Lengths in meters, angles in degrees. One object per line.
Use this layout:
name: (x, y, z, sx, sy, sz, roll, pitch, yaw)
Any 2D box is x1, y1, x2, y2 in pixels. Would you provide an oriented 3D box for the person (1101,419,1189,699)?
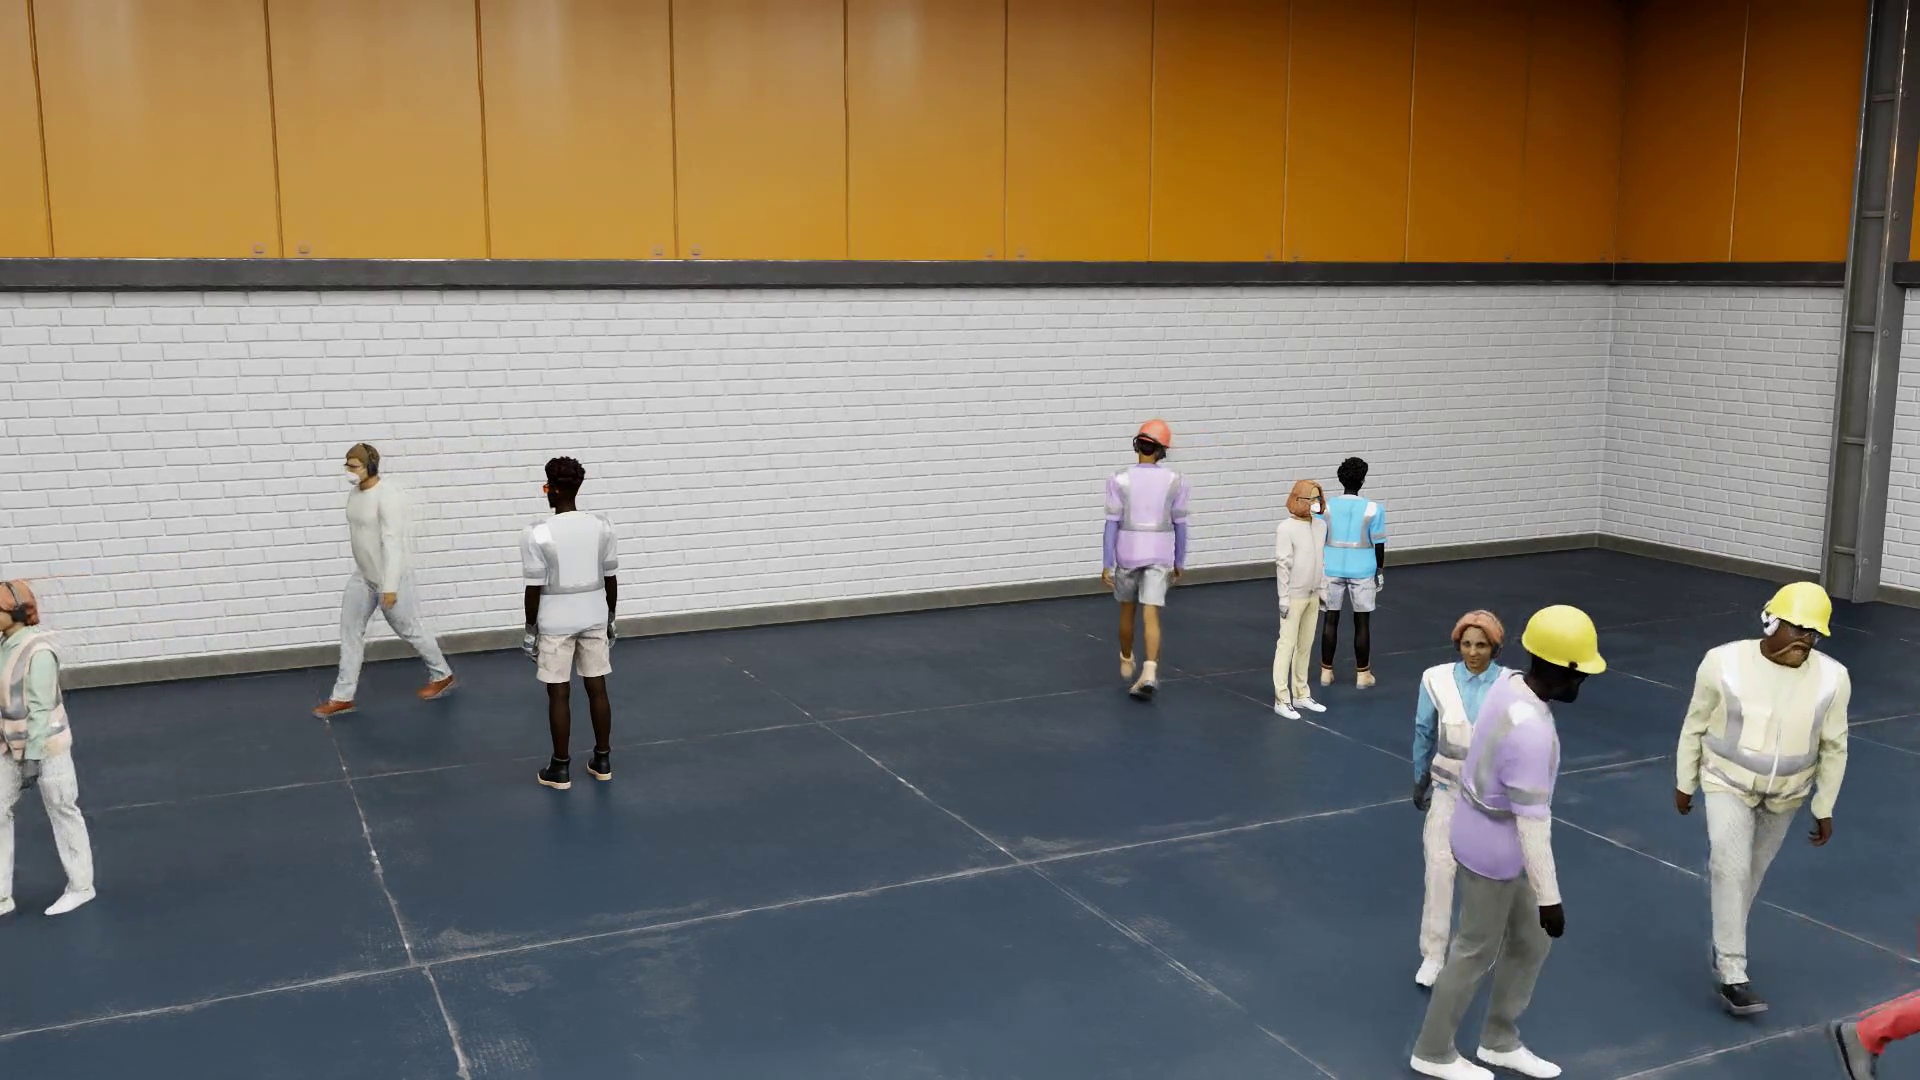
person: (1.337, 0.124, 11.998, 0.621, 1.992, 1.029, 0, 9, 0)

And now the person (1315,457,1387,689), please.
person: (2.838, 0.240, 12.146, 0.542, 1.695, 0.316, 4, 10, 23)

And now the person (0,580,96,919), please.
person: (-4.372, 0.998, 7.680, 0.522, 1.612, 0.686, 5, 11, 30)

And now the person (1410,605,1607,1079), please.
person: (1.978, 1.134, 6.047, 0.649, 1.867, 0.620, 3, 10, 16)

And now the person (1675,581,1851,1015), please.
person: (3.326, 1.042, 6.893, 0.617, 1.782, 0.818, 1, 9, 8)

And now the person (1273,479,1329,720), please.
person: (2.340, 0.395, 11.377, 0.498, 1.633, 0.285, -8, 12, -42)

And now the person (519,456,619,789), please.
person: (-2.296, 0.482, 9.808, 0.607, 1.966, 0.367, -7, 11, -37)

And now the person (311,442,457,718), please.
person: (-3.988, 0.249, 11.541, 0.630, 1.889, 1.025, 8, 12, 40)

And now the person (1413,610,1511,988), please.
person: (2.167, 1.100, 7.043, 0.543, 1.611, 0.668, 4, 10, 26)

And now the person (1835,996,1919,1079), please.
person: (3.524, 1.222, 5.858, 0.559, 1.752, 0.538, 8, 12, 39)
